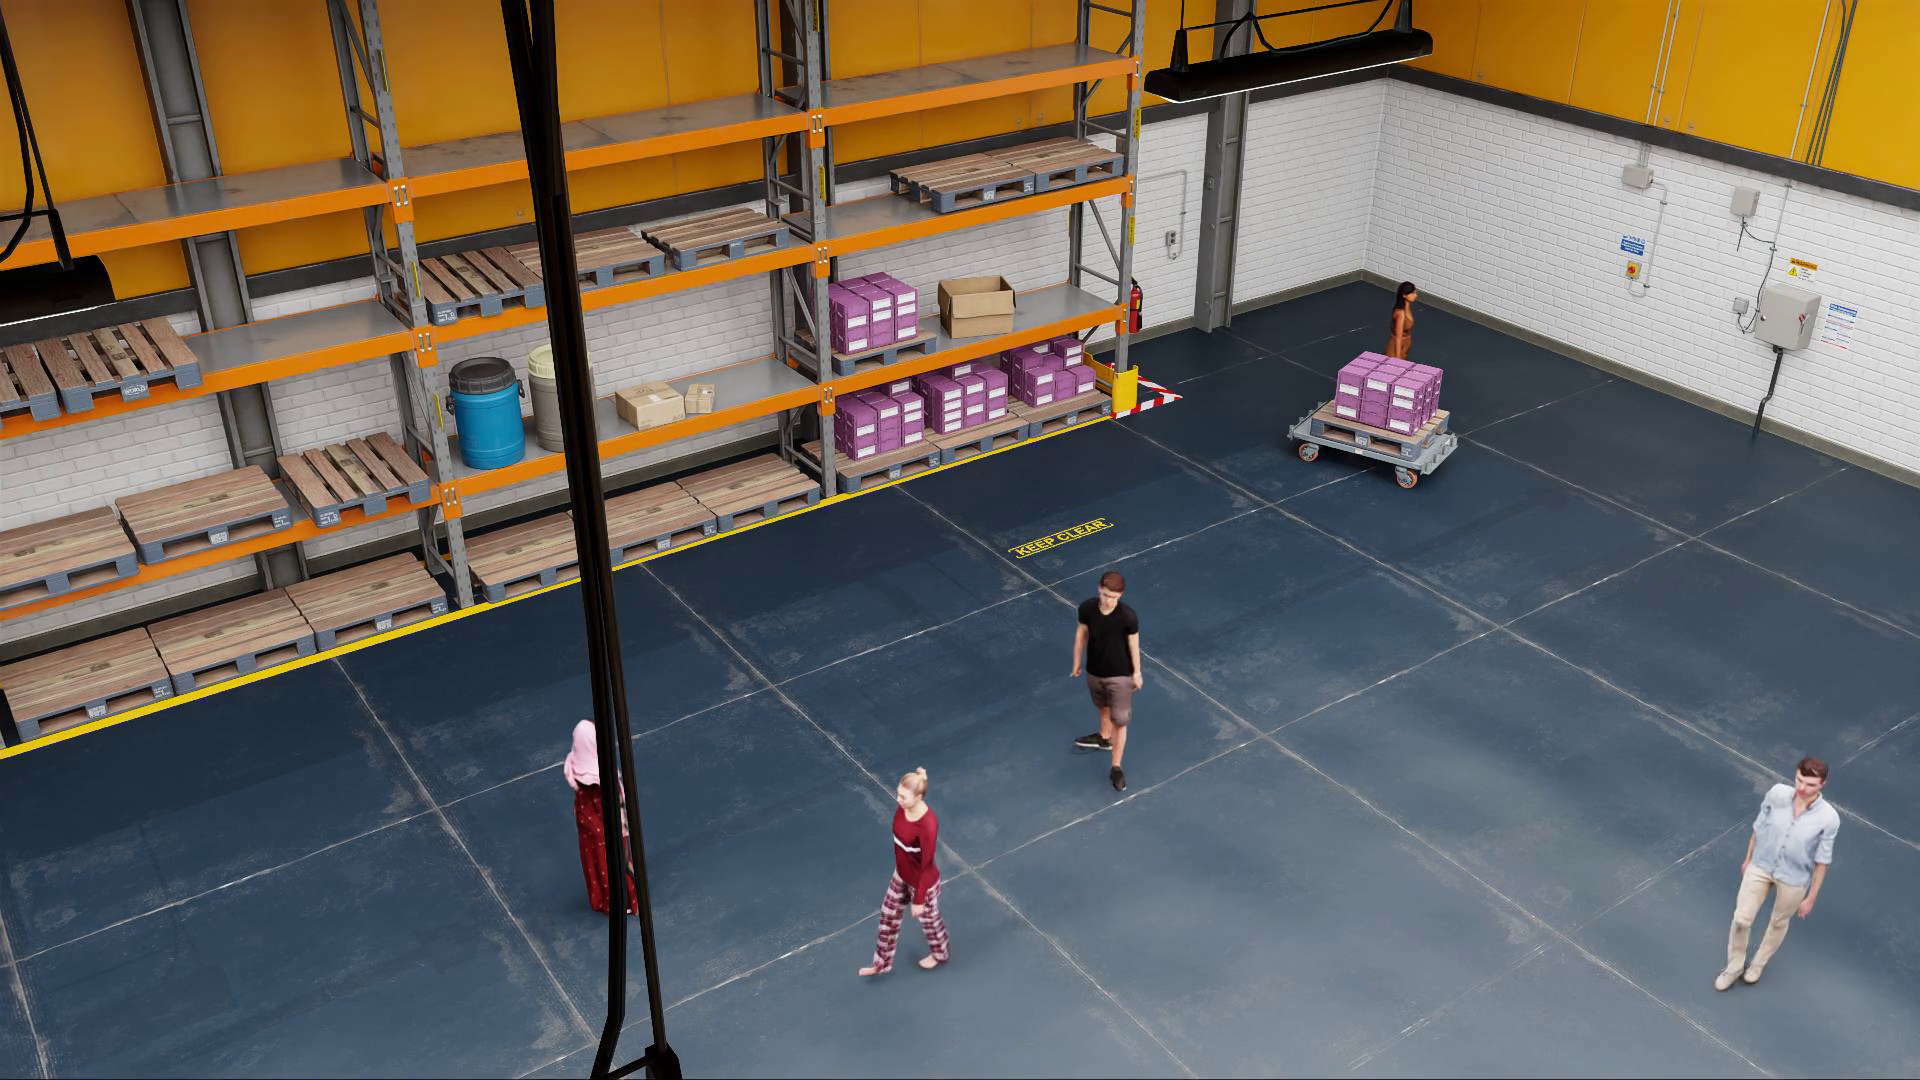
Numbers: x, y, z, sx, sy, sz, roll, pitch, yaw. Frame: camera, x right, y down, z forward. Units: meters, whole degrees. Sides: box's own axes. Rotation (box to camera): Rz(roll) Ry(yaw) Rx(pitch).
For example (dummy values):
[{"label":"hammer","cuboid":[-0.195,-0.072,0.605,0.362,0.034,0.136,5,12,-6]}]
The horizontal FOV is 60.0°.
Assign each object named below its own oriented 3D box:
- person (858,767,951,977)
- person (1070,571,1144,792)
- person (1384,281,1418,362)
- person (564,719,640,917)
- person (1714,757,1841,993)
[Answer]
[{"label":"person","cuboid":[-0.223,2.201,11.066,0.874,1.680,0.656,-17,33,-29]},{"label":"person","cuboid":[1.189,0.995,13.115,0.994,1.835,1.022,21,35,33]},{"label":"person","cuboid":[5.010,-2.155,19.043,0.707,1.688,0.613,11,30,19]},{"label":"person","cuboid":[-2.503,1.933,11.601,0.703,1.639,0.664,25,37,37]},{"label":"person","cuboid":[5.461,2.159,10.983,0.752,1.834,0.821,24,37,37]}]
